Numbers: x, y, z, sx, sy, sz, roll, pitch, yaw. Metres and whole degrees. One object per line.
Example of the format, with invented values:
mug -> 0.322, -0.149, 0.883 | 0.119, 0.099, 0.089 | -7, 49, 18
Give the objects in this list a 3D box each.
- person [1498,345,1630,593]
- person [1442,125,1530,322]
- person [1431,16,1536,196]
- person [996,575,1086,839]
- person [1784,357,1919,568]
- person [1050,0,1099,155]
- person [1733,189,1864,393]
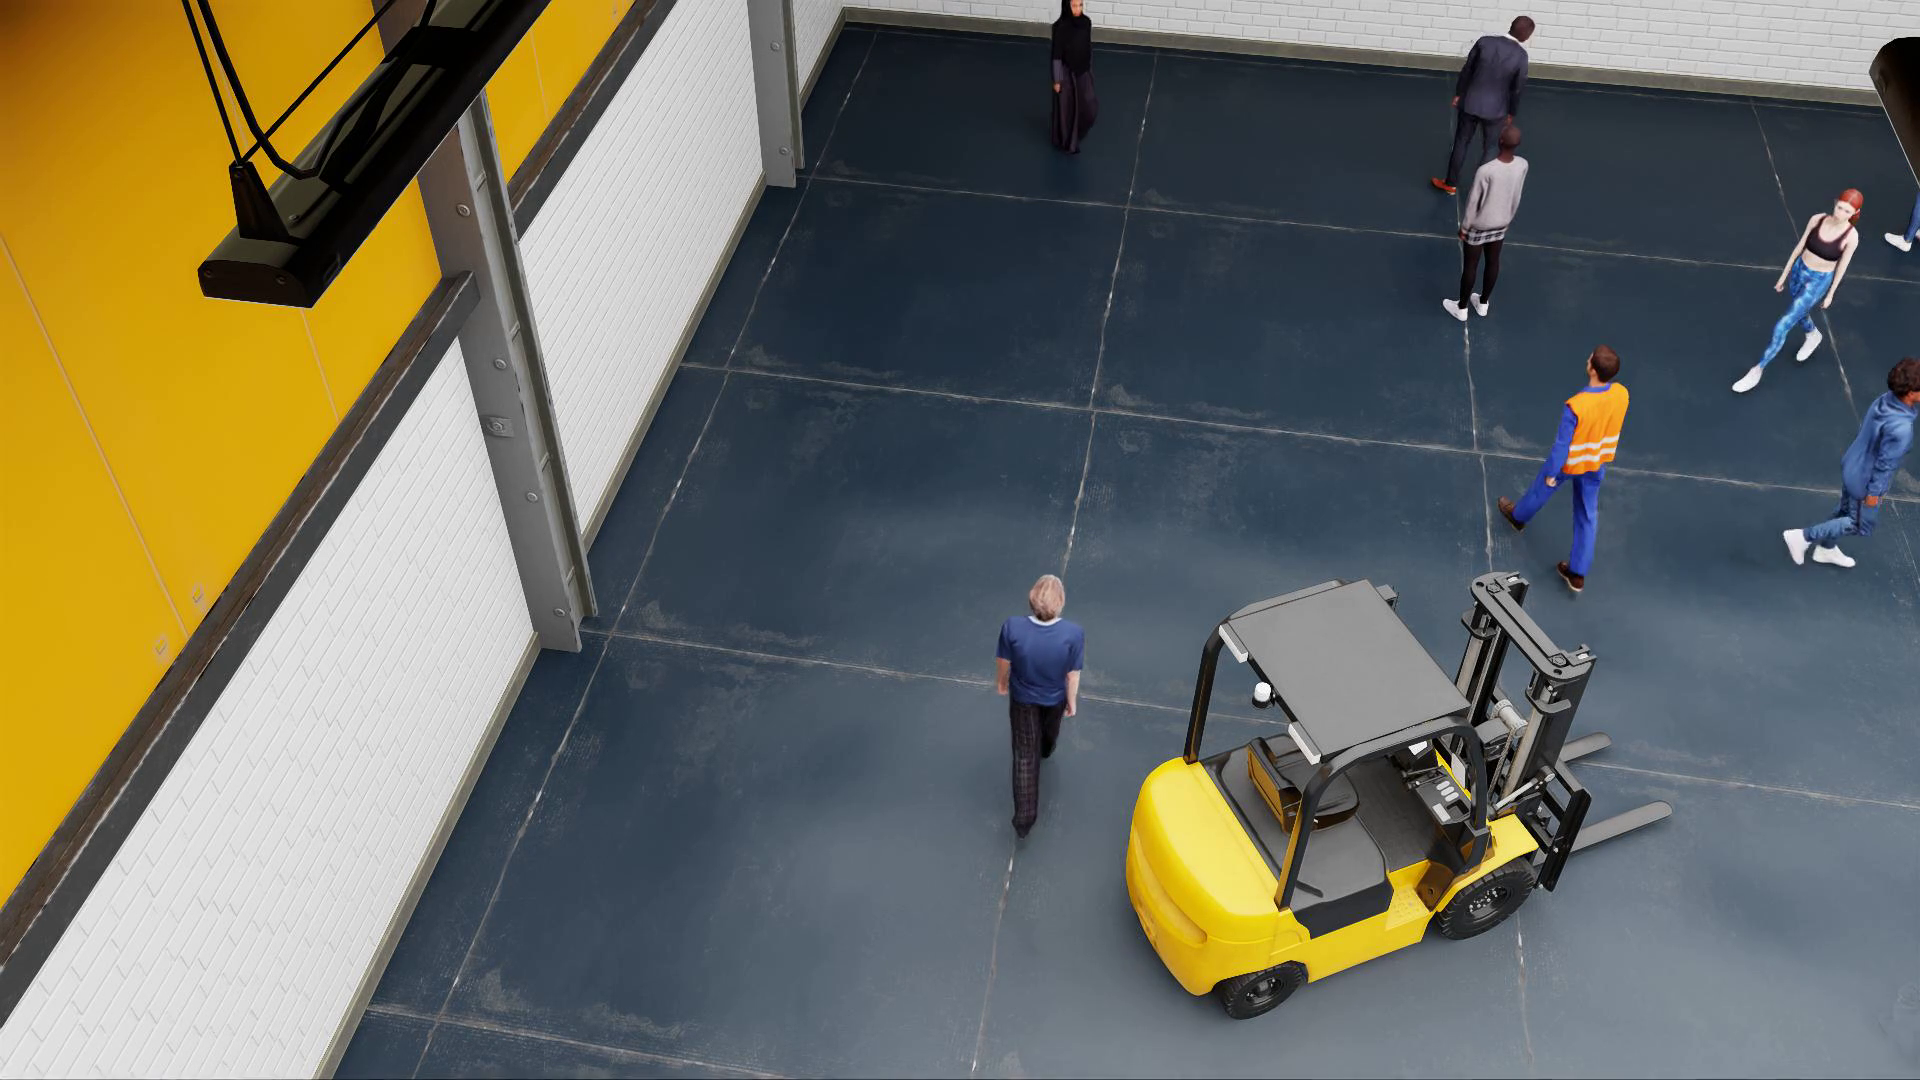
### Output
person -> 4.243, -0.464, 11.298 | 1.084, 1.817, 1.327 | -13, 45, -13
person -> 4.315, -2.583, 13.556 | 0.693, 1.771, 0.684 | -11, 45, -12
person -> 4.645, -3.877, 14.899 | 0.944, 1.792, 0.791 | 13, 45, 13
person -> 0.456, 0.977, 9.781 | 0.744, 1.824, 1.204 | 3, 44, 3
person -> 6.105, -0.483, 11.333 | 0.786, 1.796, 0.762 | 12, 45, 13
person -> 1.007, -4.431, 15.613 | 0.808, 1.608, 0.872 | -22, 48, -22
person -> 6.638, -1.981, 12.946 | 1.173, 1.741, 1.157 | -22, 48, -22
